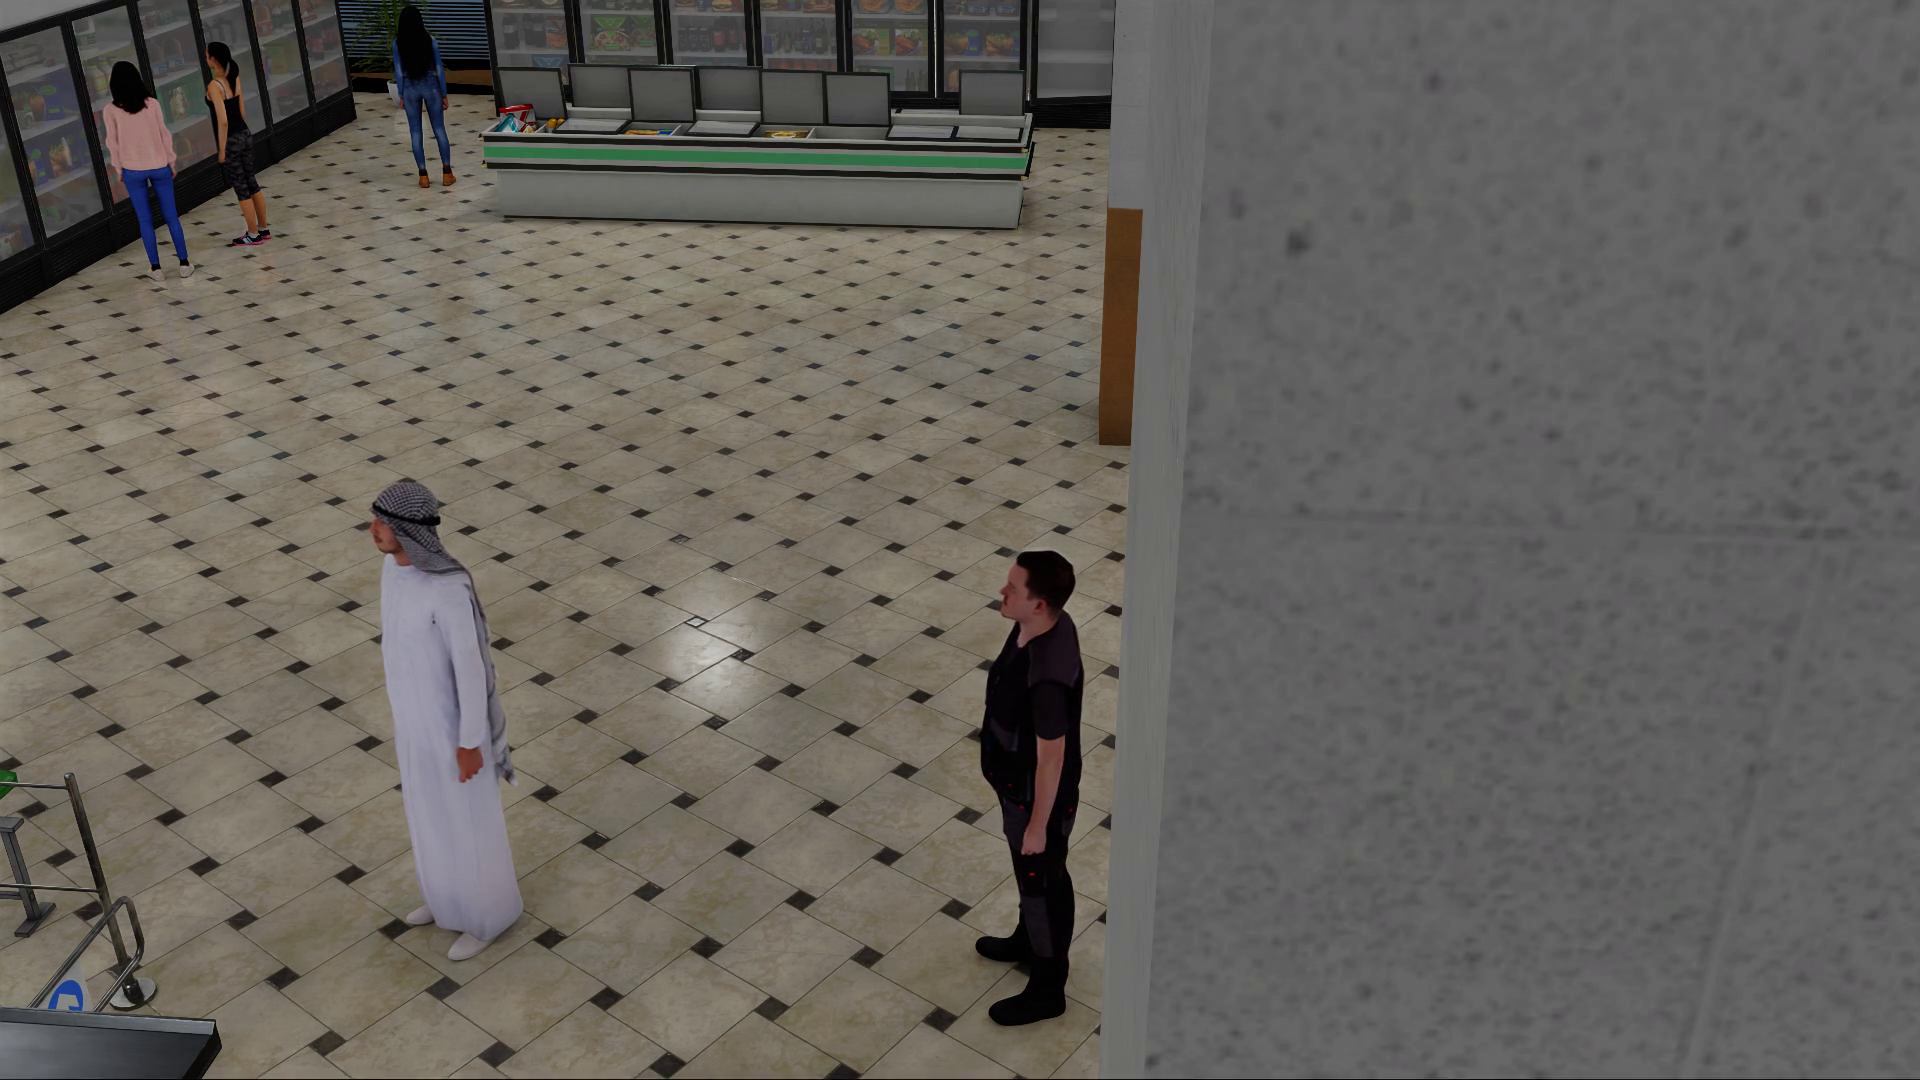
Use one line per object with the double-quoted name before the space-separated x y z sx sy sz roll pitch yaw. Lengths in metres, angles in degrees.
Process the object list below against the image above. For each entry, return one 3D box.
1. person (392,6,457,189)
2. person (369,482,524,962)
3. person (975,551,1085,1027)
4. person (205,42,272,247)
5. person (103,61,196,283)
"person" -5.221 -4.301 16.150 0.586 1.712 0.737 -7 28 -14
"person" -1.908 0.657 6.135 0.879 1.926 0.807 -23 35 -38
"person" 0.270 0.859 5.827 0.633 1.845 0.746 -2 27 -3
"person" -6.279 -3.435 14.422 0.550 1.729 0.584 4 27 8
"person" -6.602 -2.990 13.499 0.674 1.770 0.788 -13 30 -24
